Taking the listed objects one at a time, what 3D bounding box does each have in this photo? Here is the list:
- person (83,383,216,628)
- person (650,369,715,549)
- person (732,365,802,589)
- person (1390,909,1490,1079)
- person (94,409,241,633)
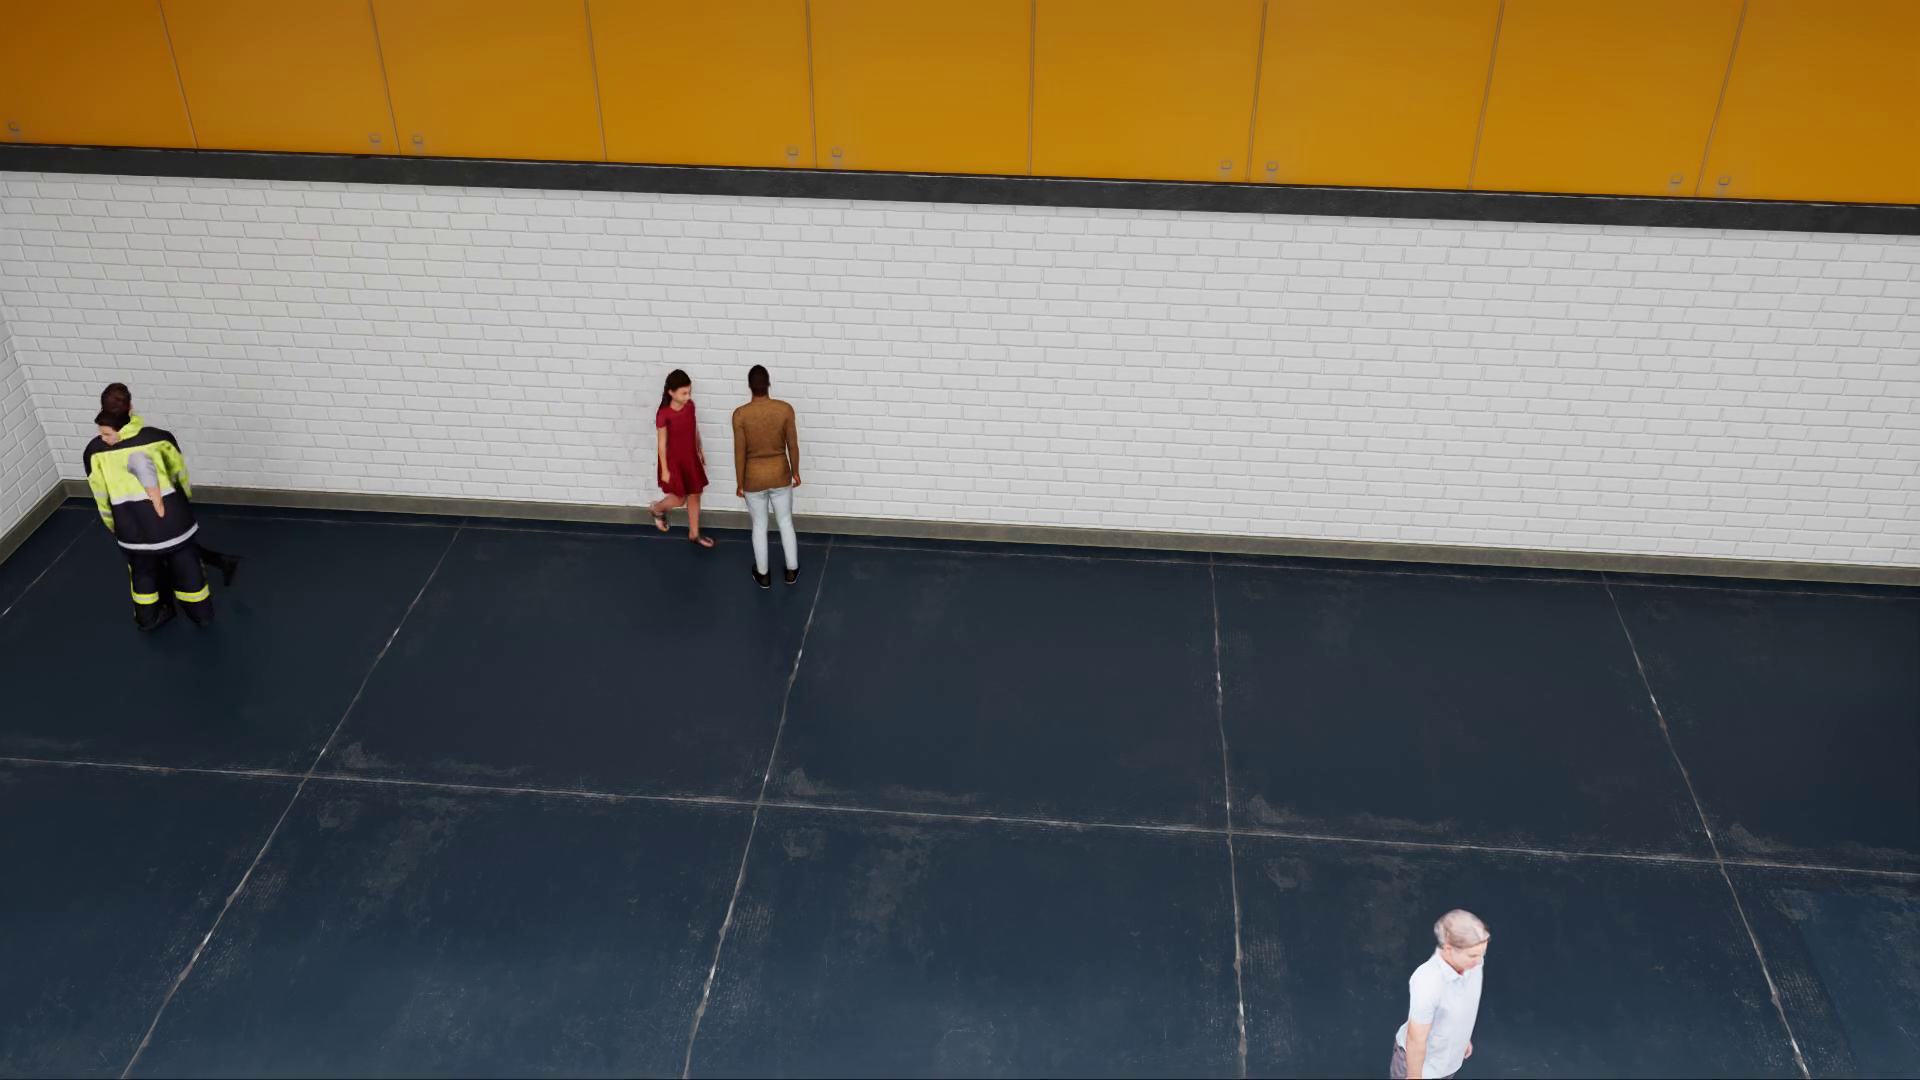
[{"bbox_3d":[-5.673,-0.191,11.734,0.930,1.973,0.931,-15,37,-22],"label":"person"},{"bbox_3d":[-2.207,-0.646,12.812,0.841,1.537,0.841,22,40,30],"label":"person"},{"bbox_3d":[-1.425,-0.466,12.289,0.709,1.816,0.650,-8,34,-12],"label":"person"},{"bbox_3d":[2.229,2.427,7.923,0.720,1.830,0.794,-28,43,-35],"label":"person"},{"bbox_3d":[-5.682,-0.203,11.883,1.205,1.828,1.160,-20,38,-27],"label":"person"}]
